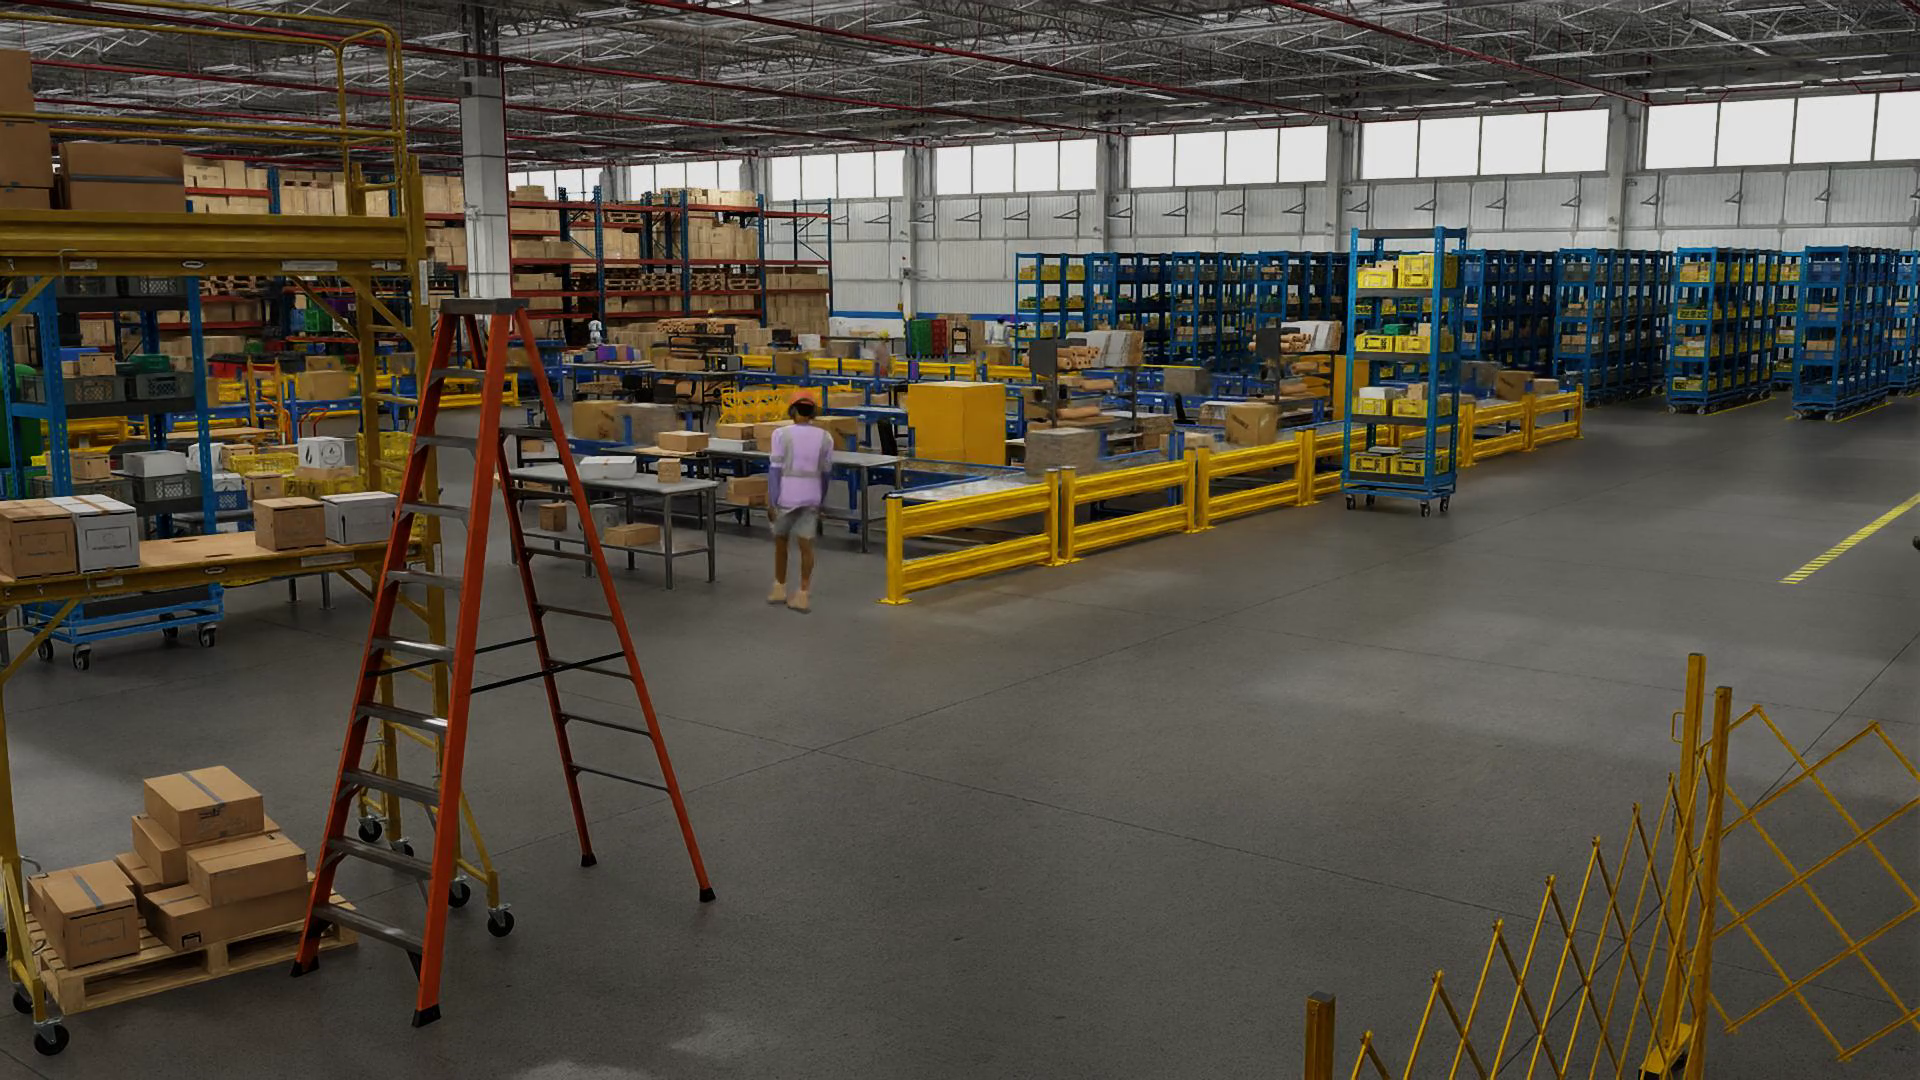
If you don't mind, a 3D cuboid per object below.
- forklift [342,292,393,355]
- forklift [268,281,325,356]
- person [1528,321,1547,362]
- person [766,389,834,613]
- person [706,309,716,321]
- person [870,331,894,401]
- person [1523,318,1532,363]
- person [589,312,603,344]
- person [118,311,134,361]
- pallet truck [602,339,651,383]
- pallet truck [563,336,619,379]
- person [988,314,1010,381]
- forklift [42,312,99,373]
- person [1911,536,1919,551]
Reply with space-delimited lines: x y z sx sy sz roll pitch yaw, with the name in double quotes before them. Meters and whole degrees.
"forklift" -16.485 -5.622 45.120 1.129 2.768 1.873 7 11 37
"forklift" -18.608 -5.745 45.890 1.129 2.768 1.873 7 11 37
"person" 15.975 -5.239 46.095 0.542 1.788 0.637 -5 10 -28
"person" -1.467 -0.355 15.030 0.674 1.984 0.704 -4 10 -24
"person" -9.197 -7.702 61.709 0.536 1.722 0.898 7 11 36
"person" -1.816 -4.009 38.675 0.917 1.718 0.538 4 10 24
"person" 15.901 -5.324 46.513 0.480 1.835 0.592 -1 9 -6
"person" -12.570 -7.009 57.451 0.540 1.700 0.316 4 10 25
"person" -27.586 -6.644 54.882 0.618 1.789 0.886 6 11 34
"pallet truck" -8.991 -4.871 45.351 0.653 1.274 1.630 7 11 37
"pallet truck" -10.690 -5.294 48.215 1.601 1.201 0.680 -5 10 -26
"person" 1.100 -5.415 46.877 0.634 1.907 0.802 1 9 5
"forklift" -23.779 -5.451 44.052 1.873 2.768 1.129 7 11 36
"person" 10.613 -0.707 17.633 0.666 1.860 0.980 0 9 1
